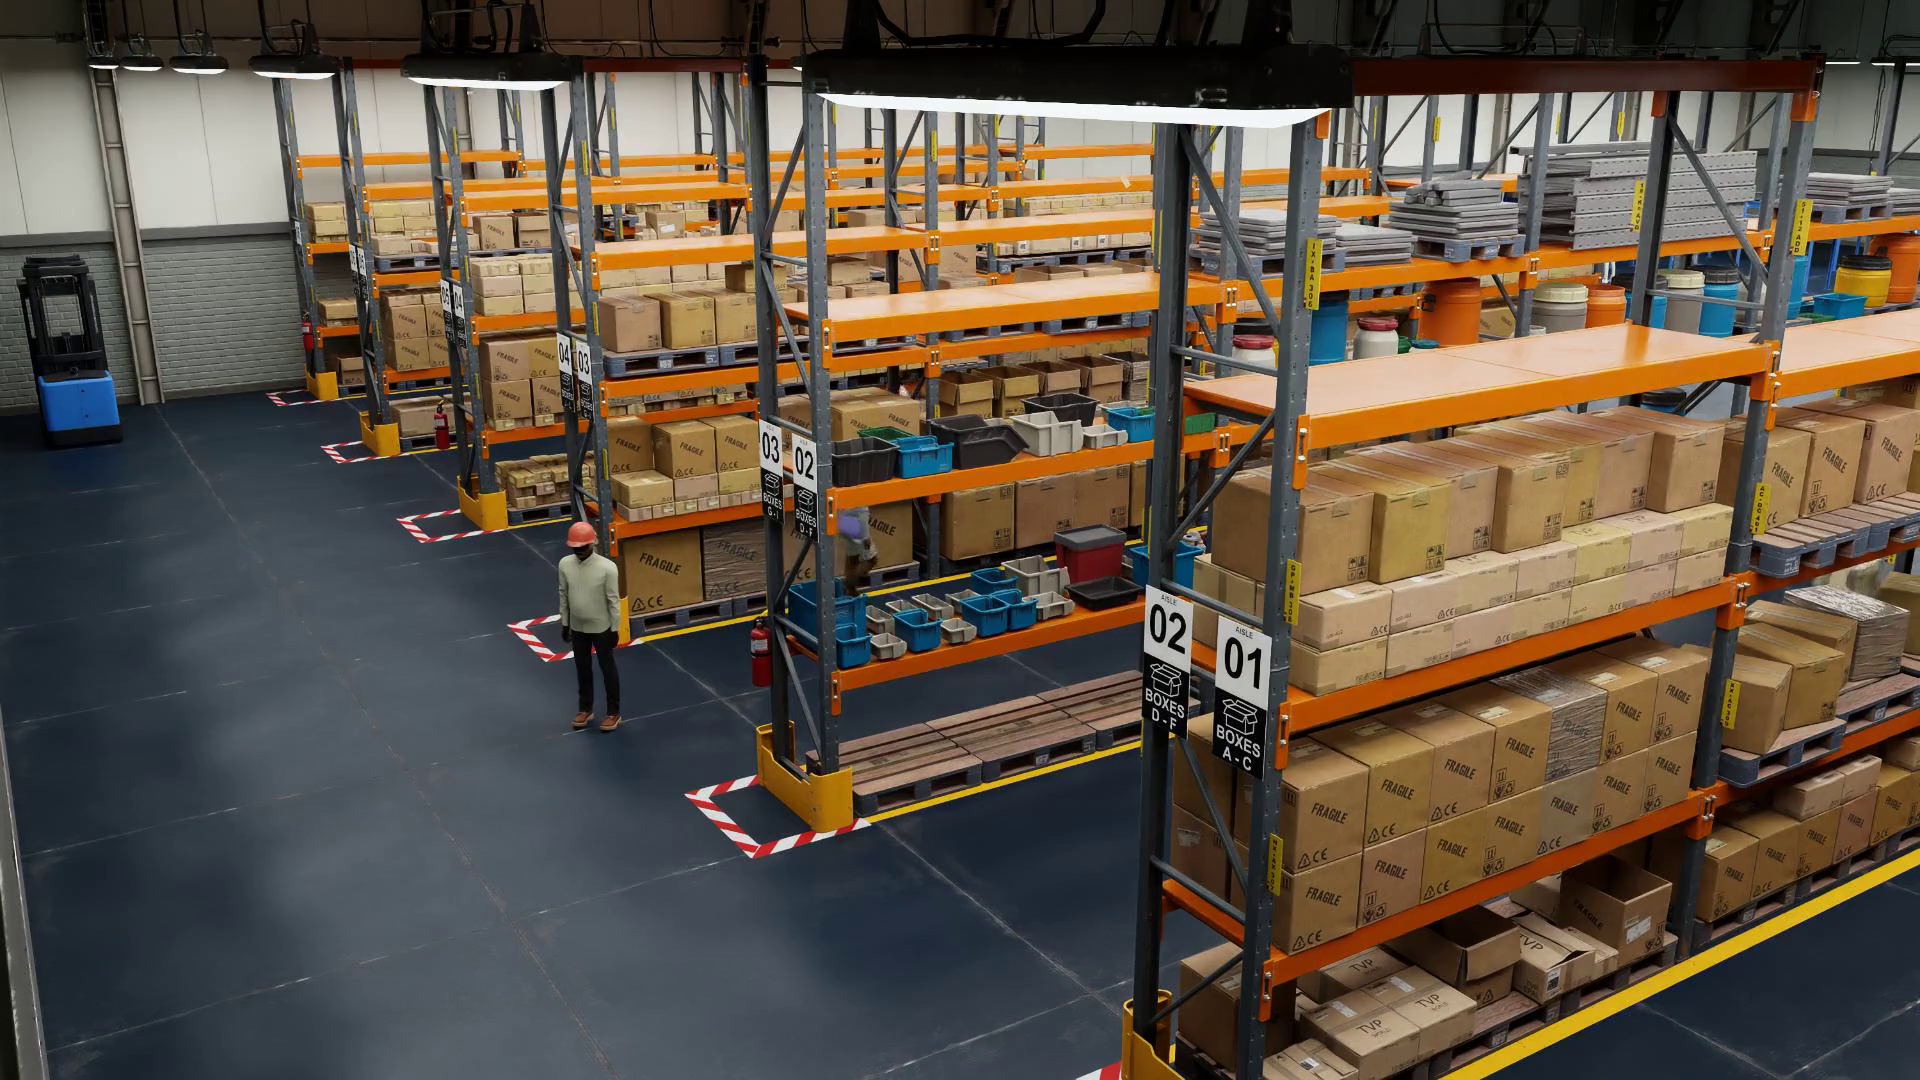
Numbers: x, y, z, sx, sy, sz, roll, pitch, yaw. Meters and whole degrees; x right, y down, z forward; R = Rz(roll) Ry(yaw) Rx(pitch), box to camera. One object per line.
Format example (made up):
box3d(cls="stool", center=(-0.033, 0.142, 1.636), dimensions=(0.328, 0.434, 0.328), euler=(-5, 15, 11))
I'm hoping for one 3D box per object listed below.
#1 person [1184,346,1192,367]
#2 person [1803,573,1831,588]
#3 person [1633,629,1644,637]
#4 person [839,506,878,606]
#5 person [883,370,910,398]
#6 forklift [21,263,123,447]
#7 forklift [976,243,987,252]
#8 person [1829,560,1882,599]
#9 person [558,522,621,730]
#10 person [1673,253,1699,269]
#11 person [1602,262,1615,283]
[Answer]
box3d(cls="person", center=(3.374, -1.950, 23.543), dimensions=(0.593, 1.924, 0.380), euler=(-6, 18, -18))
box3d(cls="person", center=(9.172, 0.119, 16.838), dimensions=(0.646, 1.894, 1.018), euler=(15, 23, 41))
box3d(cls="person", center=(5.301, 1.259, 12.937), dimensions=(0.463, 1.972, 0.640), euler=(-8, 19, -25))
box3d(cls="person", center=(-1.160, -0.131, 17.573), dimensions=(0.422, 1.927, 0.563), euler=(-12, 20, -34))
box3d(cls="person", center=(-0.881, -1.546, 22.405), dimensions=(0.729, 1.818, 0.636), euler=(-7, 18, -21))
box3d(cls="forklift", center=(-14.518, -3.079, 25.708), dimensions=(1.129, 2.768, 1.873), euler=(-10, 20, -31))
box3d(cls="forklift", center=(0.988, -5.474, 34.718), dimensions=(1.214, 2.155, 2.313), euler=(-10, 20, -31))
box3d(cls="person", center=(8.526, 0.702, 15.048), dimensions=(0.439, 1.810, 0.781), euler=(0, 17, 1))
box3d(cls="person", center=(-3.400, 0.779, 14.496), dimensions=(0.615, 1.987, 0.406), euler=(5, 18, 17))
box3d(cls="person", center=(18.036, -6.711, 39.198), dimensions=(0.936, 1.908, 0.641), euler=(-6, 18, -19))
box3d(cls="person", center=(17.970, -8.044, 43.624), dimensions=(0.532, 1.868, 0.310), euler=(-5, 18, -16))
